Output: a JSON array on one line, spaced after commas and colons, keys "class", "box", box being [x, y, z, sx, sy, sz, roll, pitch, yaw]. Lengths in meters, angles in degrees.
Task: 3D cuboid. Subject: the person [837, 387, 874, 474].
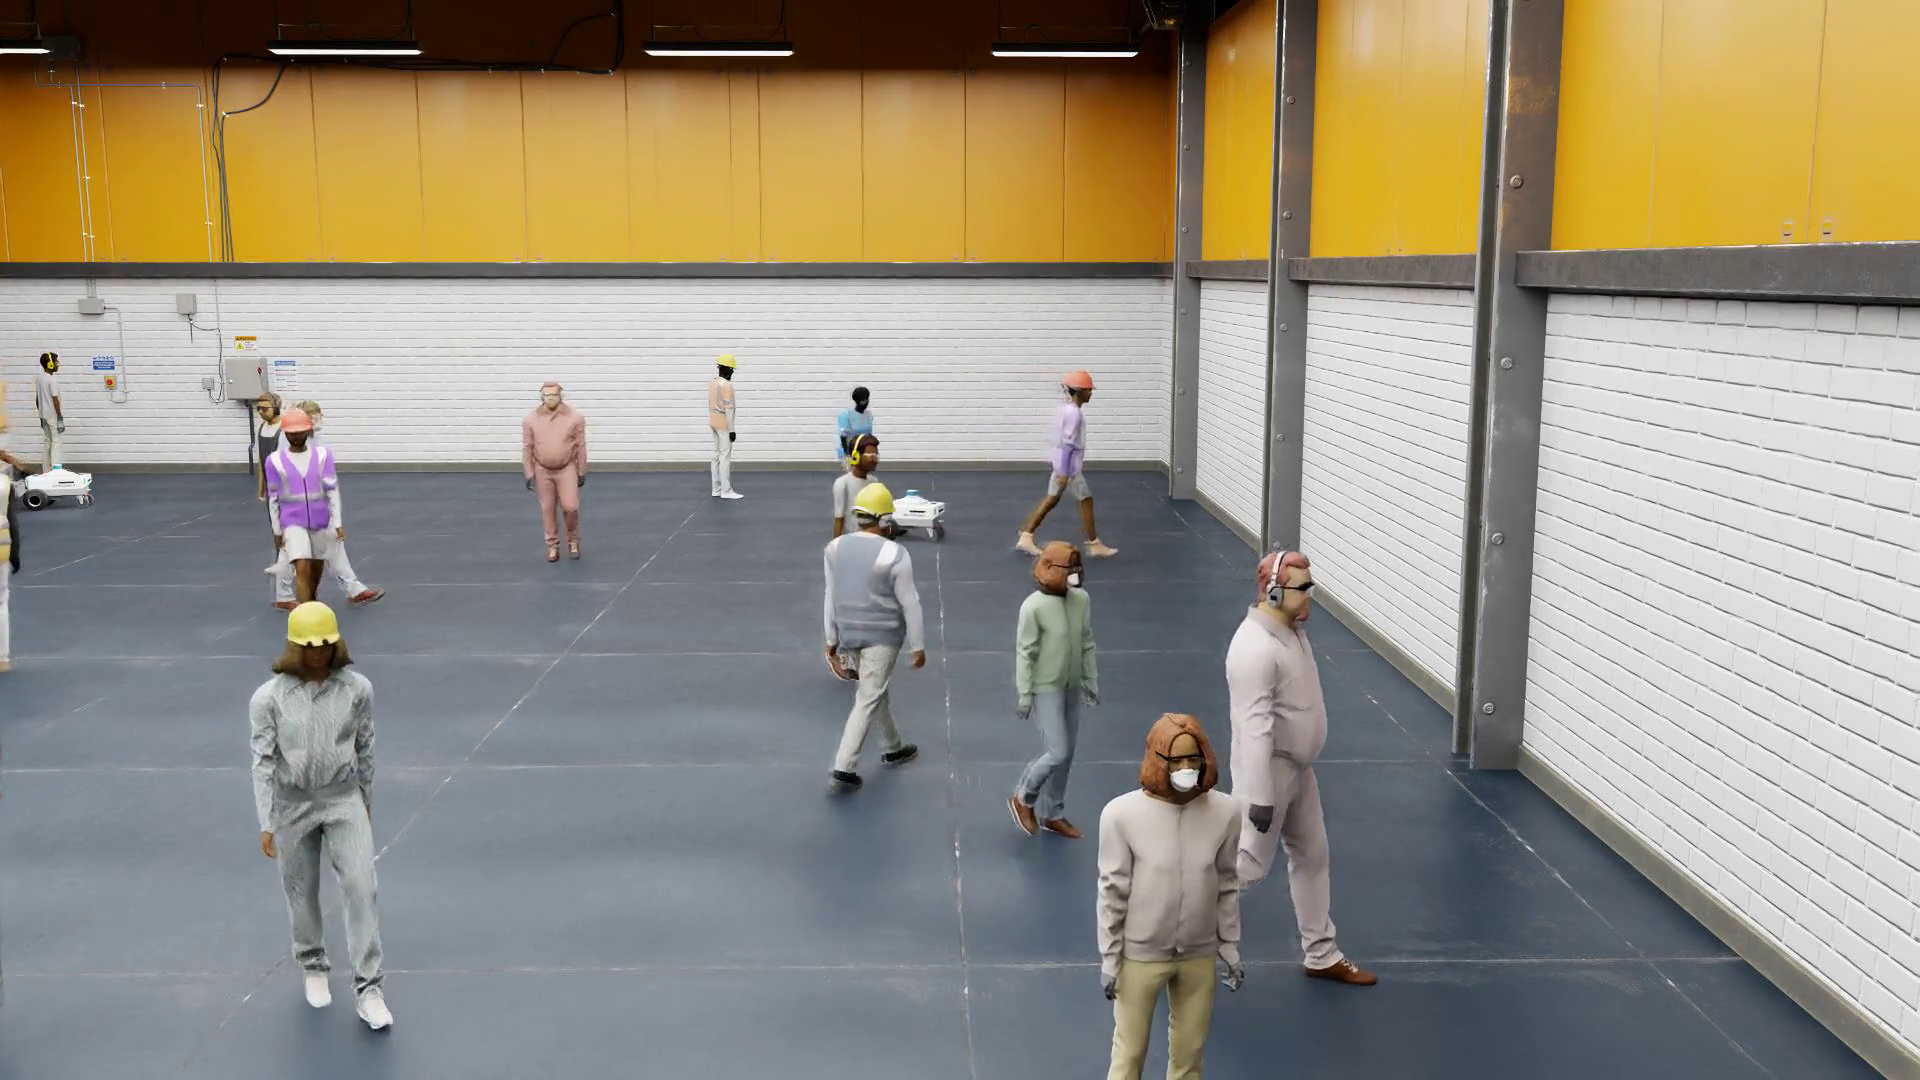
[{"class": "person", "box": [-1.209, -1.006, 19.825, 0.888, 1.623, 0.543, 7, 12, 38]}]

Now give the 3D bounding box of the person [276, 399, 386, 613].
[{"class": "person", "box": [-5.614, -0.282, 14.616, 0.998, 1.887, 0.637, 1, 9, 4]}]

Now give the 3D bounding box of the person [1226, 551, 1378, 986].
[{"class": "person", "box": [1.293, 0.964, 7.030, 0.903, 1.876, 0.659, 4, 10, 25]}]

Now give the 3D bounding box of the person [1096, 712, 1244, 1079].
[{"class": "person", "box": [0.679, 1.351, 5.382, 0.498, 1.634, 0.280, -2, 10, -15]}]

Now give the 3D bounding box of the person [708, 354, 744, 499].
[{"class": "person", "box": [-3.115, -1.500, 22.004, 0.387, 1.916, 0.585, -6, 11, -31]}]

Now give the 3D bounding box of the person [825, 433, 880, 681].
[{"class": "person", "box": [-0.722, 0.147, 12.104, 0.397, 1.851, 0.551, 6, 11, 31]}]

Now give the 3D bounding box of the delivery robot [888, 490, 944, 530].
[{"class": "delivery robot", "box": [-0.542, -0.317, 18.625, 0.707, 0.478, 0.477, 3, 10, 16]}]

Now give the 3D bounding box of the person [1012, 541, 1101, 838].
[{"class": "person", "box": [0.530, 0.805, 8.787, 0.342, 1.621, 0.506, 8, 12, 41]}]

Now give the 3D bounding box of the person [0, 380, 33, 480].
[{"class": "person", "box": [-12.785, -1.521, 22.134, 0.716, 1.918, 0.575, 1, 9, 5]}]

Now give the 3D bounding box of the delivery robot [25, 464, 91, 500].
[{"class": "delivery robot", "box": [-11.420, -0.717, 21.080, 0.707, 0.478, 0.477, -3, 10, -16]}]

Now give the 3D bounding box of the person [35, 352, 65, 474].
[{"class": "person", "box": [-12.752, -1.697, 23.353, 0.534, 1.868, 0.309, 6, 11, 34]}]

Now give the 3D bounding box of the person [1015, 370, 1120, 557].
[{"class": "person", "box": [1.094, -0.785, 17.435, 1.092, 1.988, 0.617, -1, 9, -6]}]

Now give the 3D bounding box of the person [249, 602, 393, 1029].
[{"class": "person", "box": [-2.547, 1.107, 6.648, 0.493, 1.715, 0.787, -5, 11, -29]}]

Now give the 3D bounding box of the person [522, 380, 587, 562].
[{"class": "person", "box": [-4.195, -0.706, 17.215, 0.641, 1.891, 0.450, -1, 9, -7]}]

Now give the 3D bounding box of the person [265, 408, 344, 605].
[{"class": "person", "box": [-5.497, -0.174, 13.926, 0.550, 1.905, 0.939, -6, 11, -31]}]

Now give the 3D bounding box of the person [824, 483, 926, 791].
[{"class": "person", "box": [-0.514, 0.555, 9.818, 0.611, 1.786, 0.941, 6, 11, 34]}]

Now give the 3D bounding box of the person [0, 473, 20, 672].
[{"class": "person", "box": [-7.255, 0.141, 12.276, 0.594, 1.820, 0.652, 6, 11, 32]}]

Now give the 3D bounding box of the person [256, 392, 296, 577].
[{"class": "person", "box": [-6.721, -0.545, 16.411, 0.504, 1.835, 0.359, 5, 11, 29]}]
